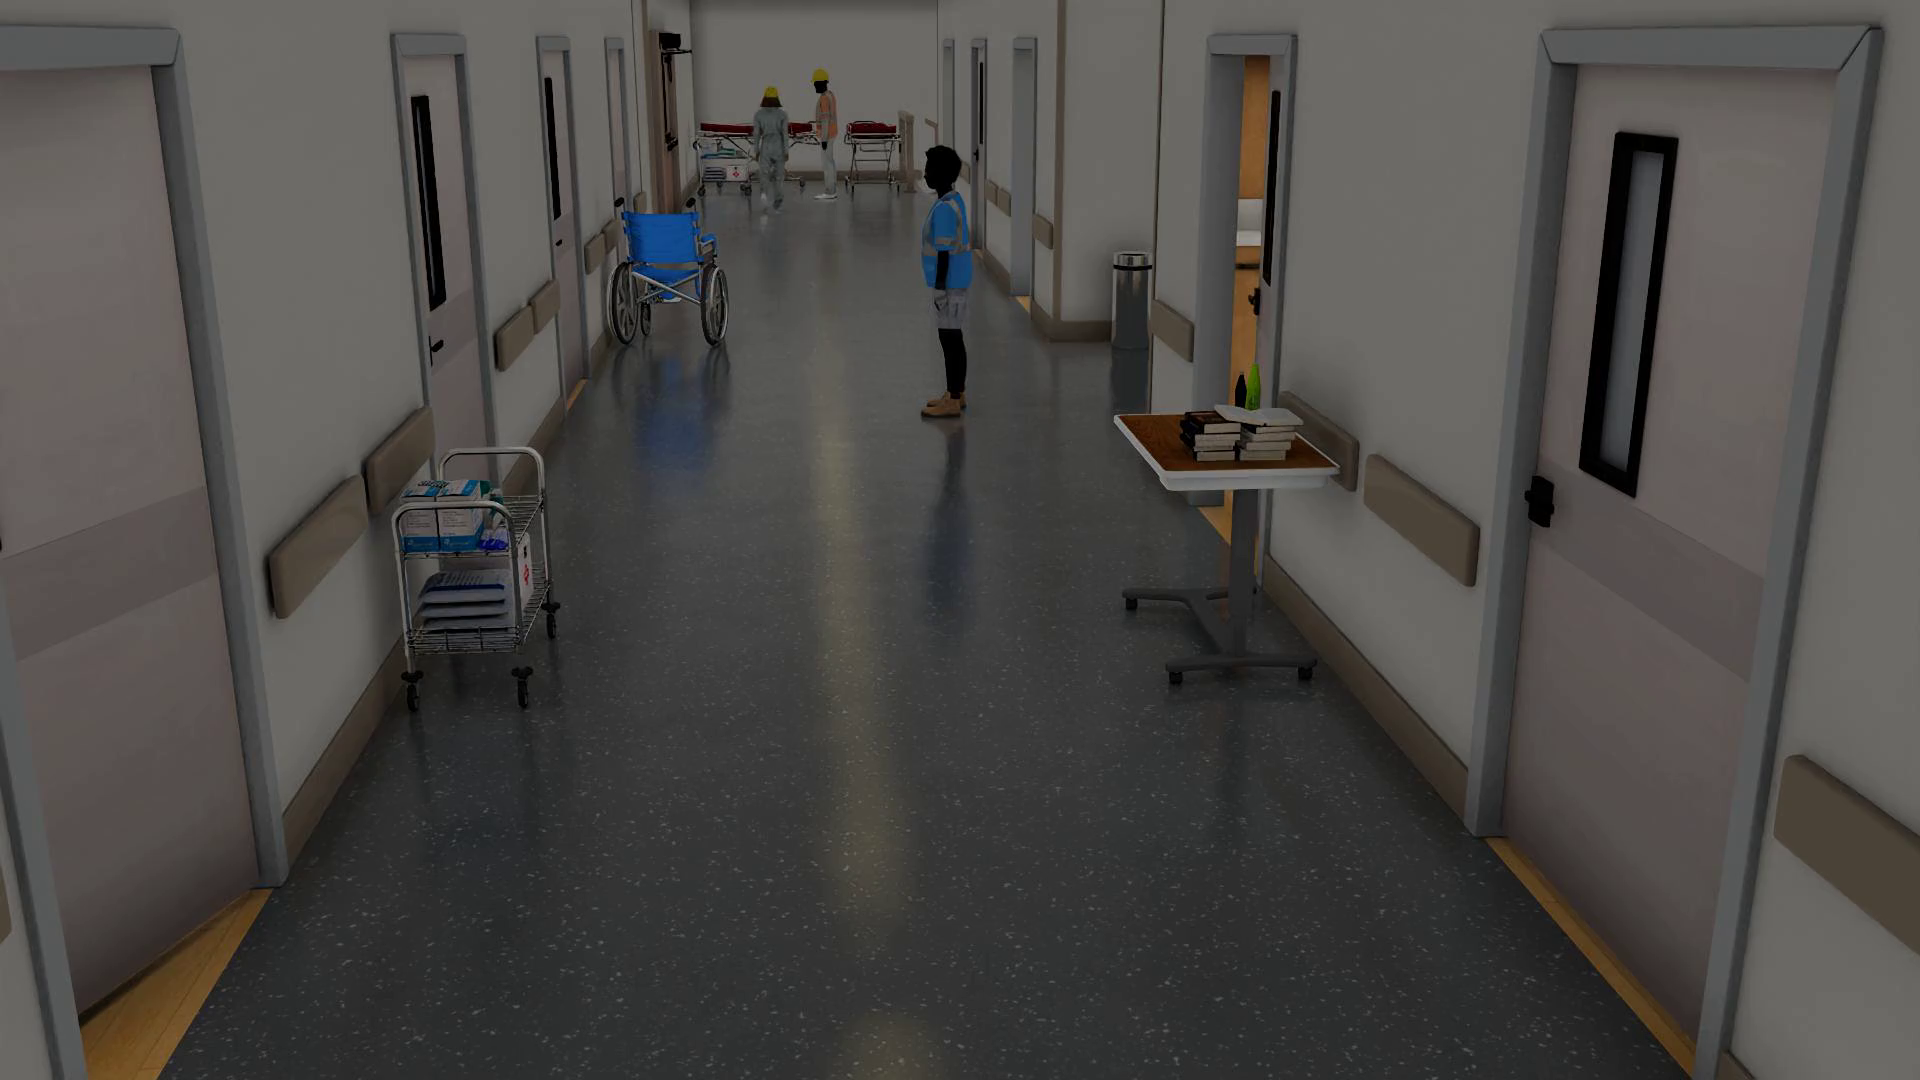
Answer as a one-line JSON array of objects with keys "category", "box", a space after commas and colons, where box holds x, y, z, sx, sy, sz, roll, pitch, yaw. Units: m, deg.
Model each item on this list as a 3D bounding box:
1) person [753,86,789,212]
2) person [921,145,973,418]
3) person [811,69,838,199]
[{"category": "person", "box": [-2.610, -5.396, 23.029, 0.490, 1.727, 0.596, 1, 17, 2]}, {"category": "person", "box": [-0.082, -1.609, 10.429, 0.319, 1.694, 0.536, 2, 17, 5]}, {"category": "person", "box": [-2.046, -6.116, 25.104, 0.395, 1.918, 0.585, 0, 17, 1]}]
